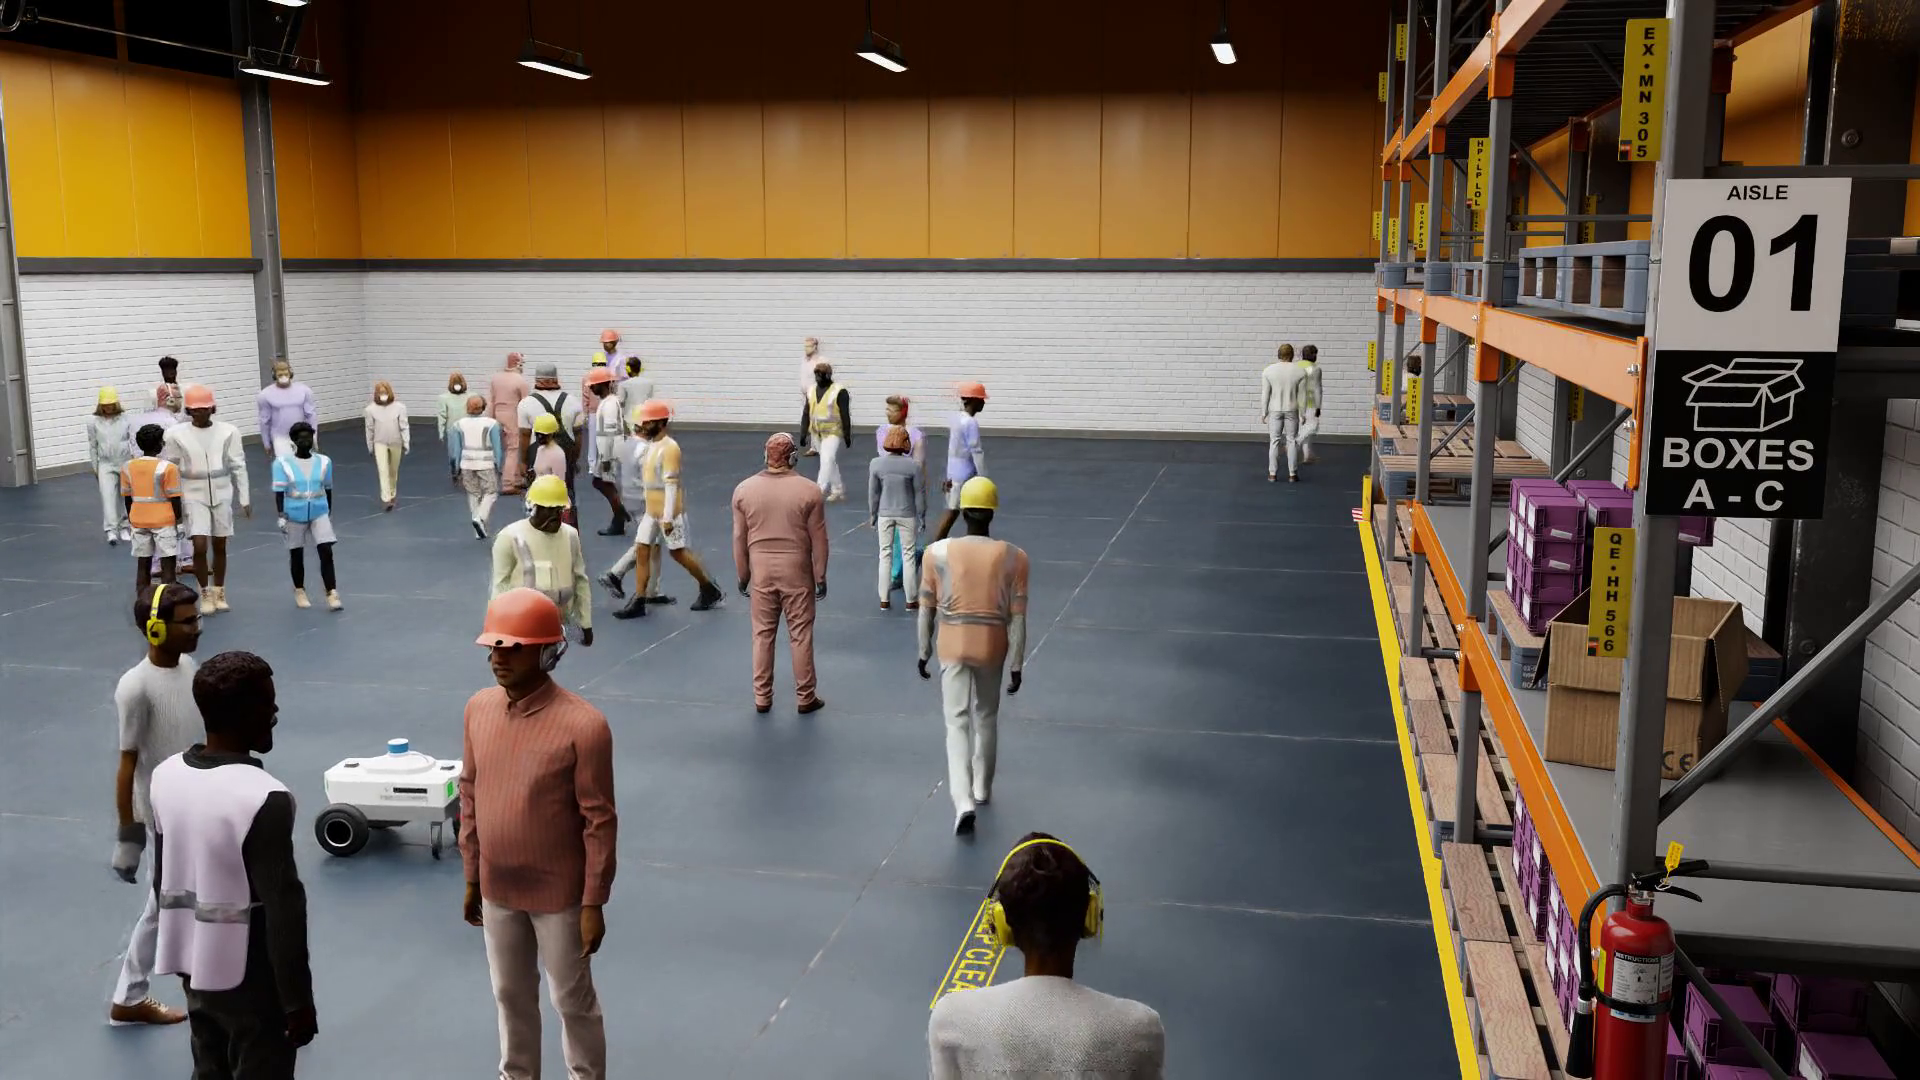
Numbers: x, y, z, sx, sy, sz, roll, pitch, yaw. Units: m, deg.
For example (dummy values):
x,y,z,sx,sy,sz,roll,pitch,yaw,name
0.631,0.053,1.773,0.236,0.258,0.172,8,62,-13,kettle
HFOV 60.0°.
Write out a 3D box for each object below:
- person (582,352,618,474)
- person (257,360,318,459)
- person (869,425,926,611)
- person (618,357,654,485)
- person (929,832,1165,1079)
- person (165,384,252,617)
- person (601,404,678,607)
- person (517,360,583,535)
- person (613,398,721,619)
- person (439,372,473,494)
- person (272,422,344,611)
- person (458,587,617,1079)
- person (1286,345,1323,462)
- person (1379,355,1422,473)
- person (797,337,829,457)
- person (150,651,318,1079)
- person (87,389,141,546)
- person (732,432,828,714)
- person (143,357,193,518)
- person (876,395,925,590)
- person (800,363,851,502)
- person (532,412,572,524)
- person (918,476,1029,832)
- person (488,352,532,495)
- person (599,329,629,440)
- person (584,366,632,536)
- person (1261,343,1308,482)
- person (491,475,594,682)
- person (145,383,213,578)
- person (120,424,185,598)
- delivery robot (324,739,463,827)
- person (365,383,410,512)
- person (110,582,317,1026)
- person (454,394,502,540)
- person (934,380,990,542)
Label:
x,y,z,sx,sy,sz,roll,pitch,yaw,name
-5.208,-1.838,24.106,0.530,1.772,0.303,-4,10,-23,person
-8.003,-1.191,19.792,0.634,1.911,0.840,-6,11,-34,person
-0.546,-0.189,14.575,0.507,1.632,0.264,2,10,12,person
-4.336,-1.538,22.224,0.552,1.798,1.029,-8,13,-42,person
0.204,1.526,3.621,0.578,1.836,0.727,1,9,6,person
-6.465,-0.341,14.335,0.636,2.011,0.645,-6,11,-33,person
-2.831,-0.296,14.670,0.545,1.820,0.594,-5,11,-28,person
-4.326,-0.873,17.472,0.688,2.000,0.536,-6,11,-32,person
-2.517,-0.279,14.336,0.949,1.903,0.560,-6,11,-34,person
-6.698,-1.445,22.228,0.508,1.611,0.731,-3,10,-18,person
-5.666,-0.185,14.457,0.542,1.666,0.799,-7,11,-34,person
-1.409,1.136,5.500,0.613,1.997,0.374,4,10,25,person
5.239,-2.059,25.286,0.670,1.822,0.628,-5,11,-28,person
6.026,-1.577,22.370,0.639,1.825,0.632,-2,10,-10,person
-2.312,-2.268,26.315,0.474,1.890,0.675,-7,12,-37,person
-2.136,1.274,4.907,0.591,1.917,0.379,6,11,33,person
-9.122,-0.780,17.979,0.496,1.689,0.925,-6,11,-30,person
-1.199,0.226,11.260,0.644,1.907,0.400,1,10,8,person
-9.382,-1.211,19.827,0.627,1.923,0.953,-3,10,-17,person
-0.548,-0.454,15.569,0.604,1.832,0.579,-9,13,-43,person
-1.738,-1.332,20.994,0.661,1.786,0.980,7,11,35,person
-3.684,-0.280,14.817,0.486,1.727,0.562,-6,11,-32,person
0.073,0.604,9.038,0.594,1.899,0.925,0,9,-2,person
-5.858,-1.550,22.050,0.685,1.875,0.808,6,11,33,person
-5.432,-2.294,26.119,0.606,2.023,0.503,5,11,29,person
-3.935,-0.980,18.495,0.426,1.916,0.568,-3,10,-16,person
4.520,-1.769,23.184,0.635,1.936,0.354,2,10,12,person
-2.468,0.495,10.024,0.948,1.771,0.603,8,12,38,person
-7.588,-0.577,16.143,0.664,1.883,0.665,-9,13,-42,person
-6.798,-0.135,14.059,0.540,1.695,0.317,2,10,12,person
-2.918,1.281,8.679,0.707,0.478,0.477,1,10,5,delivery robot
-7.061,-1.151,20.548,0.503,1.574,0.894,-5,11,-26,person
-2.993,1.062,6.483,0.887,1.825,0.553,0,9,-1,person
-5.288,-0.784,18.195,0.543,1.623,0.467,1,9,6,person
0.101,-0.640,16.539,0.978,1.883,0.559,-2,10,-10,person
